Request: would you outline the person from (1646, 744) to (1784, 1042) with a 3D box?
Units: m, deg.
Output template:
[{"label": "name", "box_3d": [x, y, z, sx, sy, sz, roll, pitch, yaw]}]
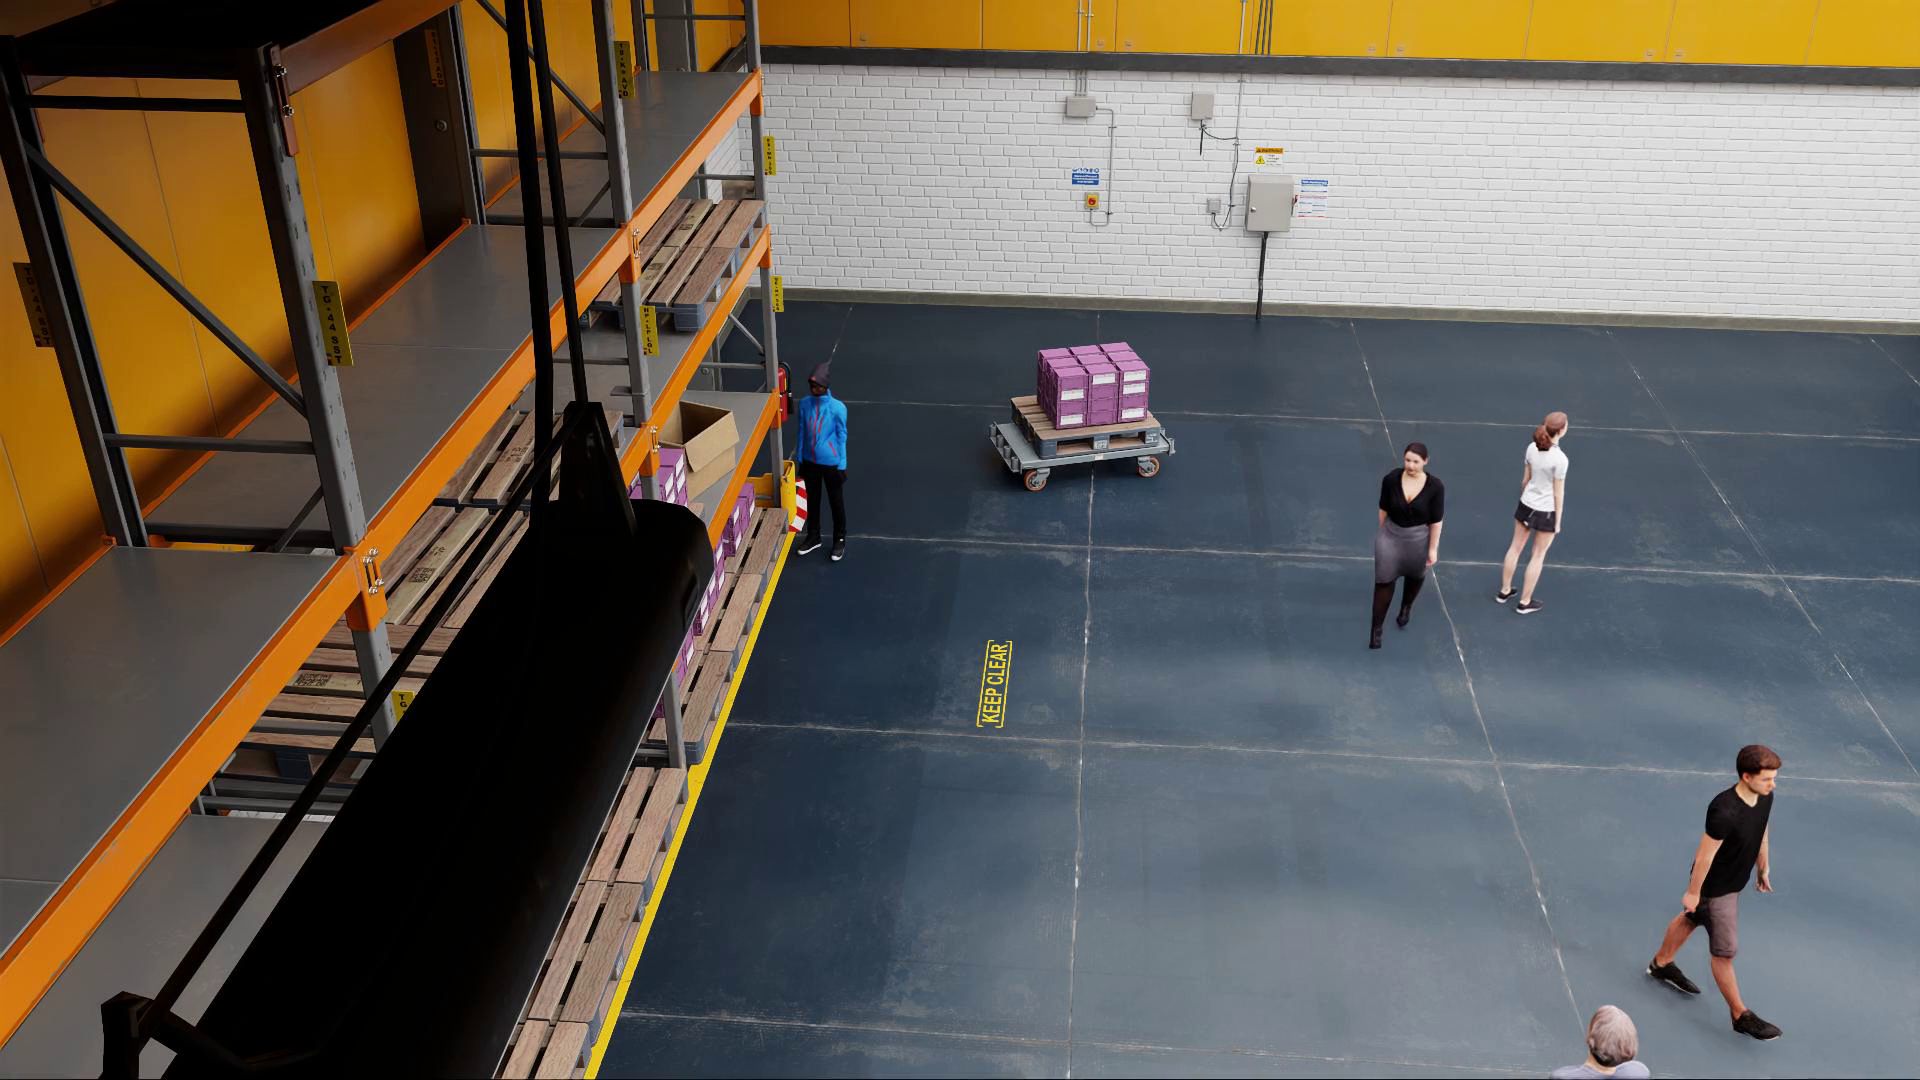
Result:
[{"label": "person", "box_3d": [4.316, 1.912, 9.612, 1.128, 1.832, 1.184, -22, 36, -35]}]

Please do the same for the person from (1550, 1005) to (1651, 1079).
[{"label": "person", "box_3d": [2.864, 2.907, 7.730, 0.728, 1.887, 0.663, -5, 29, -9]}]

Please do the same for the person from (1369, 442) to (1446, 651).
[{"label": "person", "box_3d": [3.582, -0.008, 13.253, 0.881, 1.717, 1.151, 11, 30, 19]}]

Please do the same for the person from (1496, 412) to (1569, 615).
[{"label": "person", "box_3d": [4.727, -0.231, 13.631, 0.710, 1.746, 0.636, -18, 33, -29]}]

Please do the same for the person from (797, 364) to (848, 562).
[{"label": "person", "box_3d": [-1.183, -0.695, 14.423, 0.663, 1.802, 0.624, 10, 30, 17]}]
